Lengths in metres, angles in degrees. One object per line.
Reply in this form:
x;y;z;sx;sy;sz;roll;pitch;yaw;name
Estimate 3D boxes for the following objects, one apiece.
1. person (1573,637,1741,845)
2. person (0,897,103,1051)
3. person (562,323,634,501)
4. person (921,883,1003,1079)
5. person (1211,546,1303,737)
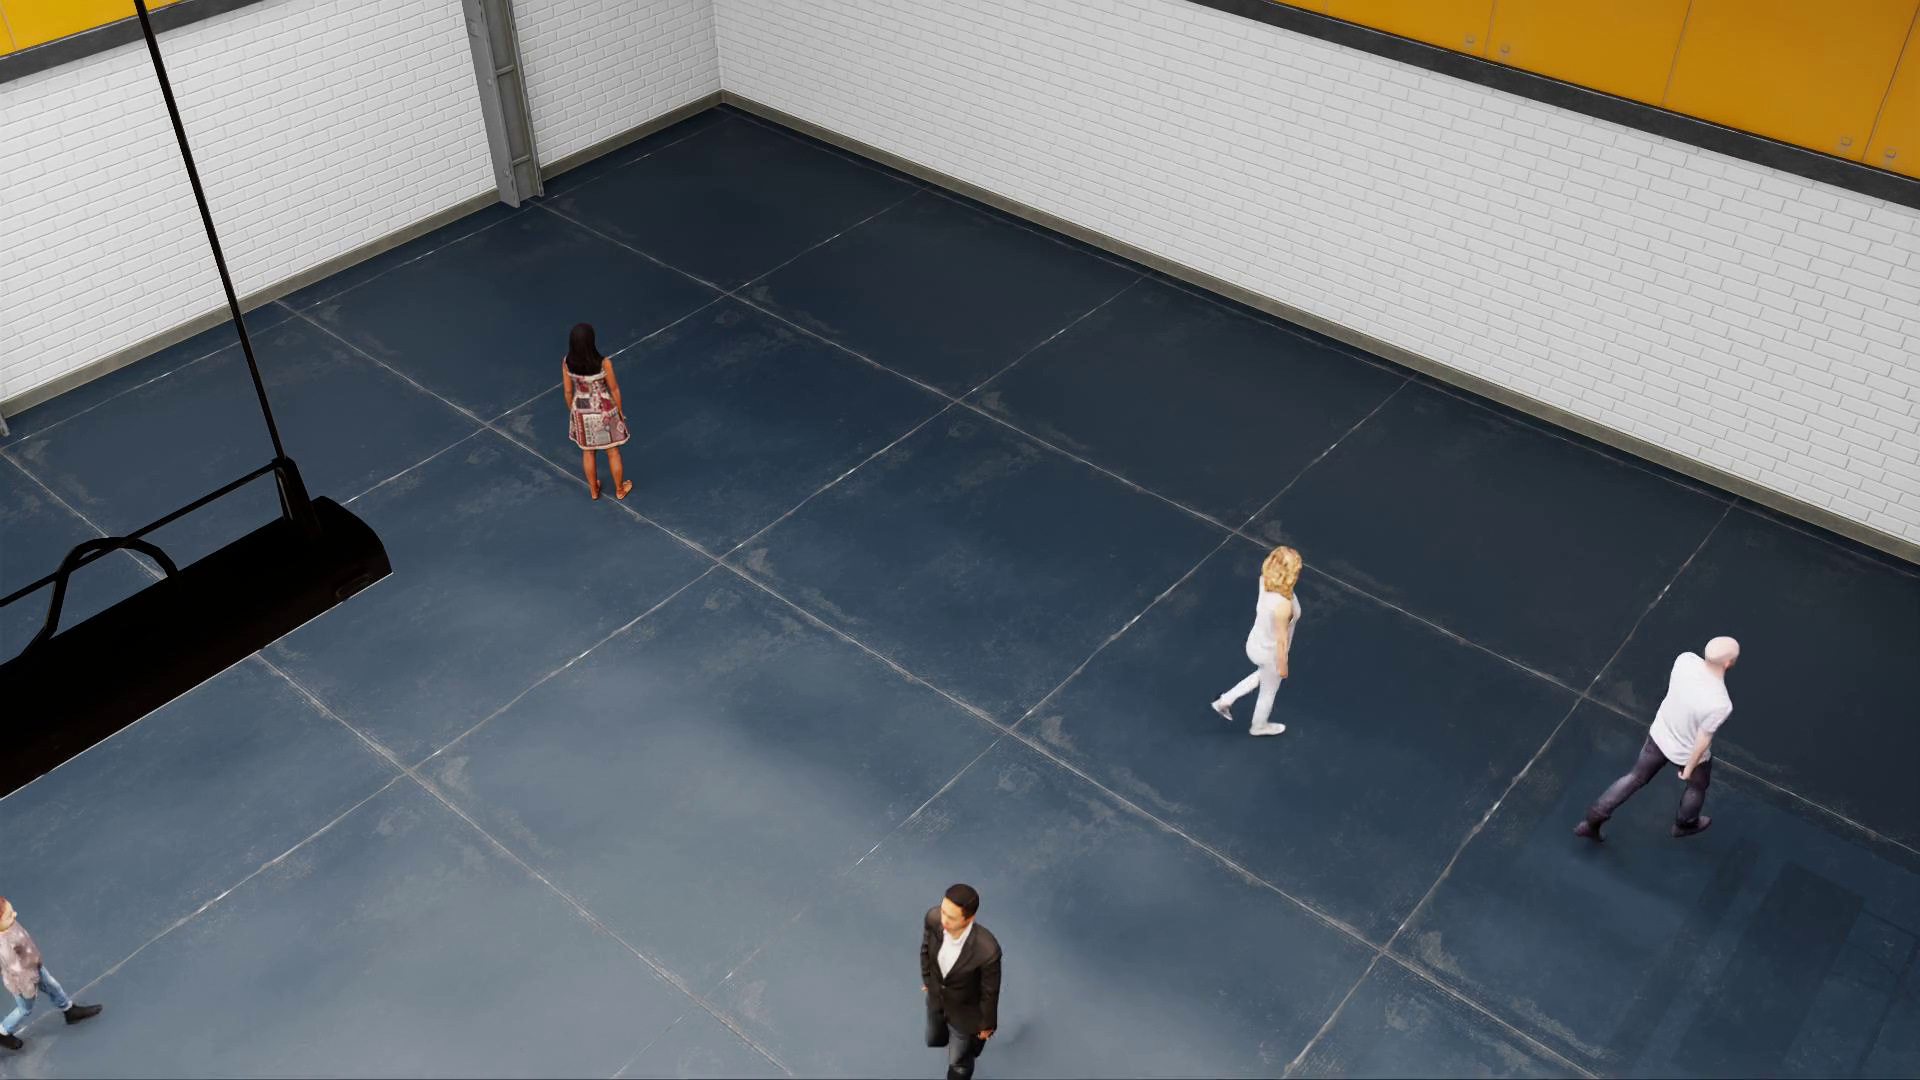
4.453;1.305;10.519;1.328;1.808;1.079;-13;40;-16;person
-5.433;2.489;9.540;0.889;1.179;0.711;-15;41;-18;person
-2.991;-1.048;13.595;0.719;1.645;0.749;1;39;1;person
0.058;2.460;9.088;0.675;1.787;0.842;28;47;31;person
2.033;0.726;11.360;0.899;1.661;0.832;-5;39;-6;person
